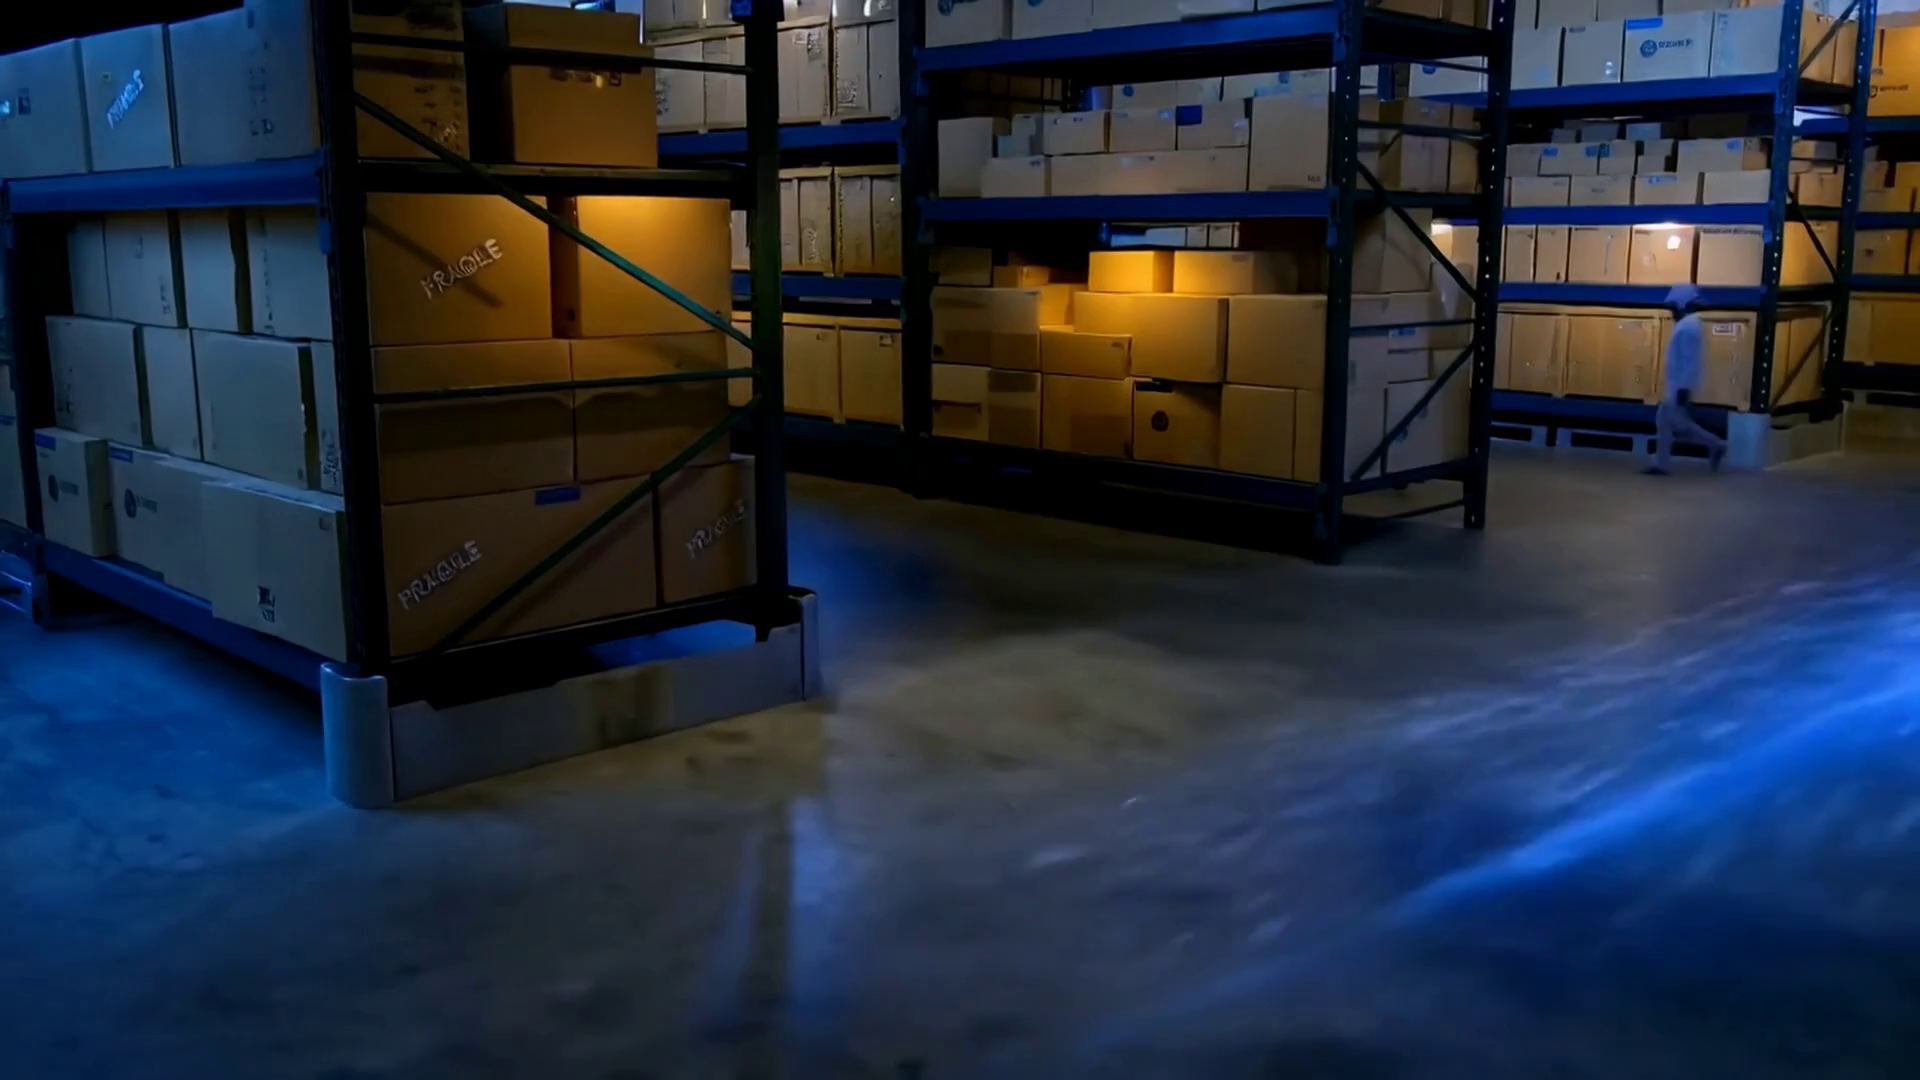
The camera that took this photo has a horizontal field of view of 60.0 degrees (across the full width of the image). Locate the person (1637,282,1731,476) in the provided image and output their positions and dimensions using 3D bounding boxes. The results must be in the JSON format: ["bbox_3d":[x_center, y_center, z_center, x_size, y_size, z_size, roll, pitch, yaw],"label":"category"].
[{"bbox_3d":[6.421,-1.405,14.645,0.660,1.725,0.560,6,12,32],"label":"person"}]
